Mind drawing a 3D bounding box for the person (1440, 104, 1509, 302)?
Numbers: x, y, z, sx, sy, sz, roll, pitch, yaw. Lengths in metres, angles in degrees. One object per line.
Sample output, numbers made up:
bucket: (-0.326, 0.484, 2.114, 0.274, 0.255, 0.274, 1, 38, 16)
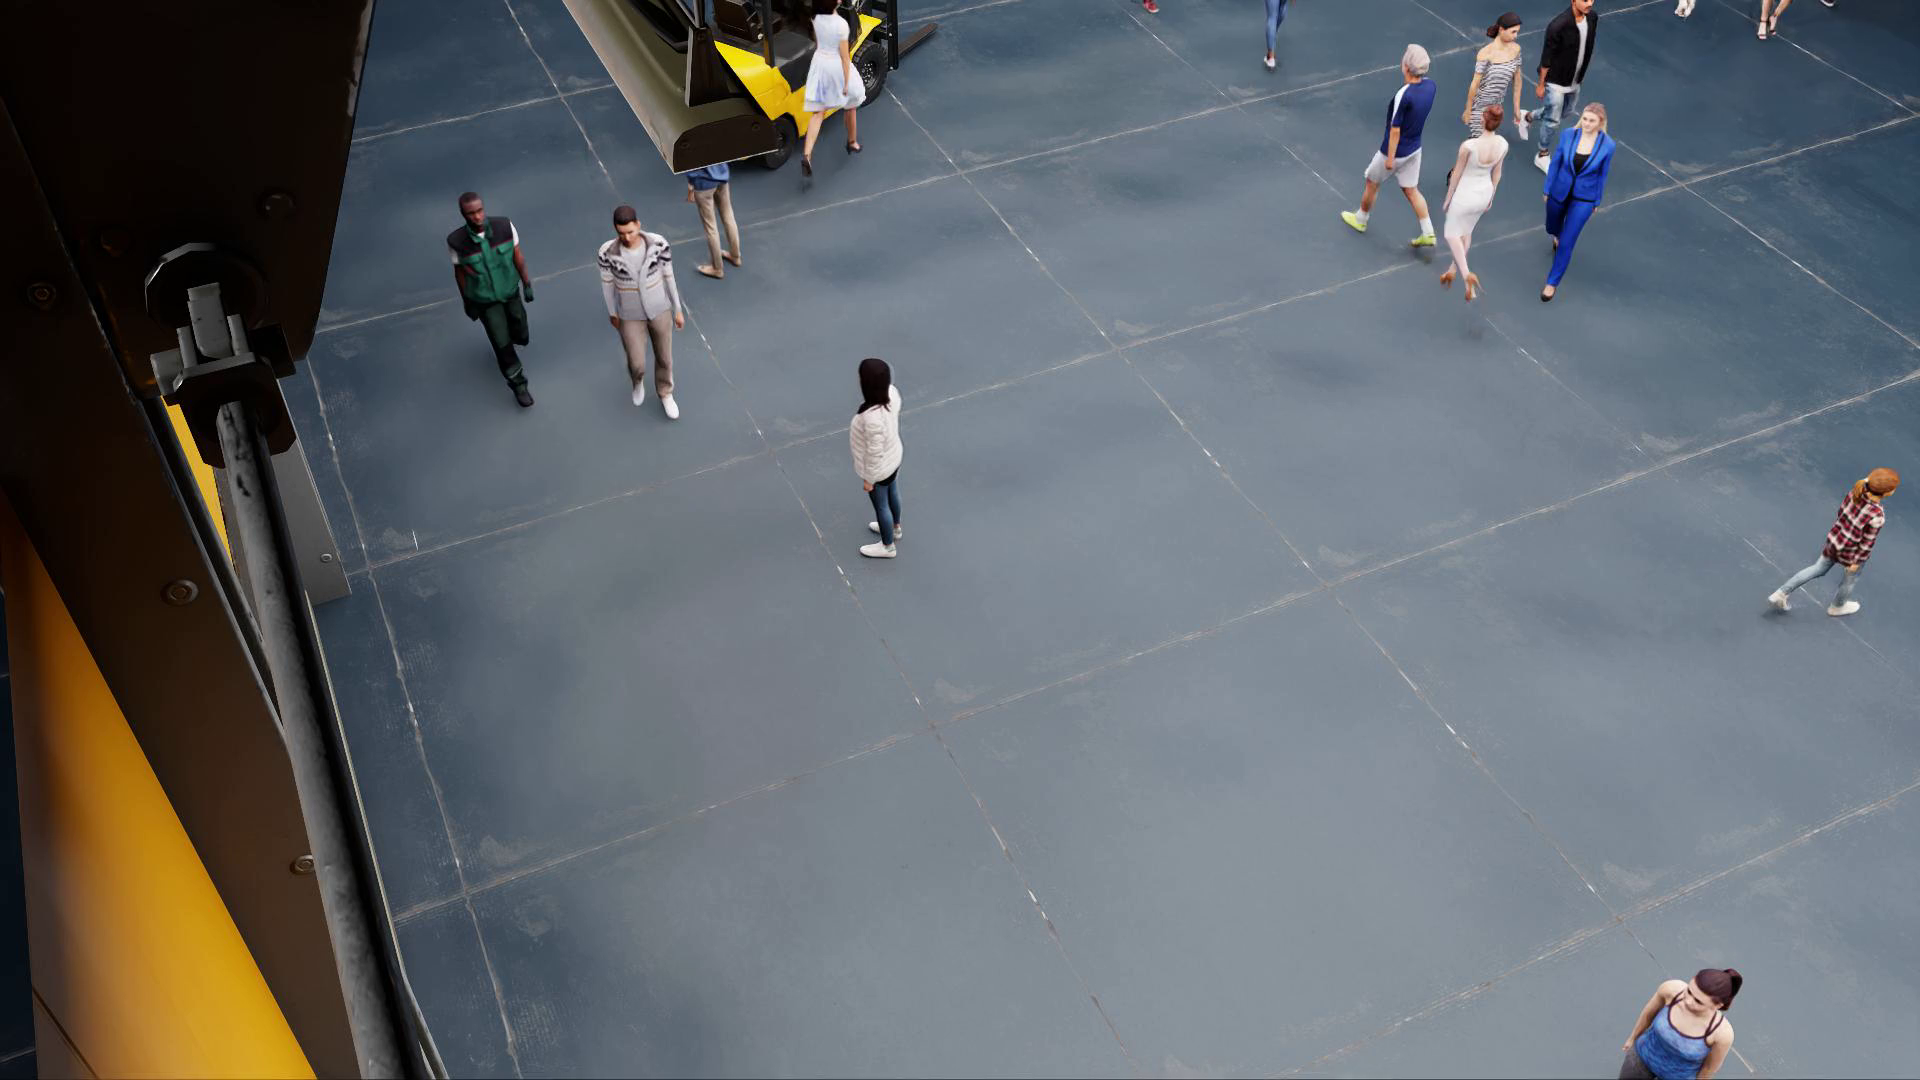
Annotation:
person: (4.149, -2.676, 13.440, 0.711, 1.777, 0.940, -7, 44, -7)

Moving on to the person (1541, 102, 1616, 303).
person: (5.054, -2.857, 13.703, 1.088, 1.677, 1.077, 20, 47, 20)

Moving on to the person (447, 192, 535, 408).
person: (-3.540, -1.889, 12.585, 0.788, 1.818, 1.040, -24, 49, -23)

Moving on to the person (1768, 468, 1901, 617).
person: (5.783, 0.033, 10.946, 0.759, 1.296, 0.881, -6, 44, -6)

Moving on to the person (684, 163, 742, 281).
person: (-2.073, -2.958, 13.795, 0.718, 1.697, 0.706, 27, 50, 26)

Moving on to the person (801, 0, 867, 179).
person: (-1.210, -4.088, 14.919, 1.189, 1.783, 1.143, 21, 48, 21)

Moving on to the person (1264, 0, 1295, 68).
person: (3.179, -5.505, 16.562, 0.916, 1.567, 1.182, 2, 44, 2)

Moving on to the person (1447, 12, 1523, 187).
person: (4.562, -3.830, 14.635, 0.595, 1.801, 0.799, -19, 47, -19)

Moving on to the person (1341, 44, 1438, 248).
person: (3.796, -3.262, 14.038, 0.861, 1.801, 1.250, -29, 51, -27)

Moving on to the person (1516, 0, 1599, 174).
person: (5.411, -4.256, 15.090, 0.717, 1.789, 0.957, -20, 47, -19)

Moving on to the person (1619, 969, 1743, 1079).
person: (3.431, 2.552, 8.075, 0.651, 1.608, 0.500, -25, 49, -24)

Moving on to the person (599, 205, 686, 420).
person: (-2.377, -1.764, 12.436, 0.710, 1.842, 0.695, -15, 46, -15)

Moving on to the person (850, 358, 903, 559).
person: (-0.543, -0.559, 11.320, 0.768, 1.637, 0.687, 10, 45, 10)
